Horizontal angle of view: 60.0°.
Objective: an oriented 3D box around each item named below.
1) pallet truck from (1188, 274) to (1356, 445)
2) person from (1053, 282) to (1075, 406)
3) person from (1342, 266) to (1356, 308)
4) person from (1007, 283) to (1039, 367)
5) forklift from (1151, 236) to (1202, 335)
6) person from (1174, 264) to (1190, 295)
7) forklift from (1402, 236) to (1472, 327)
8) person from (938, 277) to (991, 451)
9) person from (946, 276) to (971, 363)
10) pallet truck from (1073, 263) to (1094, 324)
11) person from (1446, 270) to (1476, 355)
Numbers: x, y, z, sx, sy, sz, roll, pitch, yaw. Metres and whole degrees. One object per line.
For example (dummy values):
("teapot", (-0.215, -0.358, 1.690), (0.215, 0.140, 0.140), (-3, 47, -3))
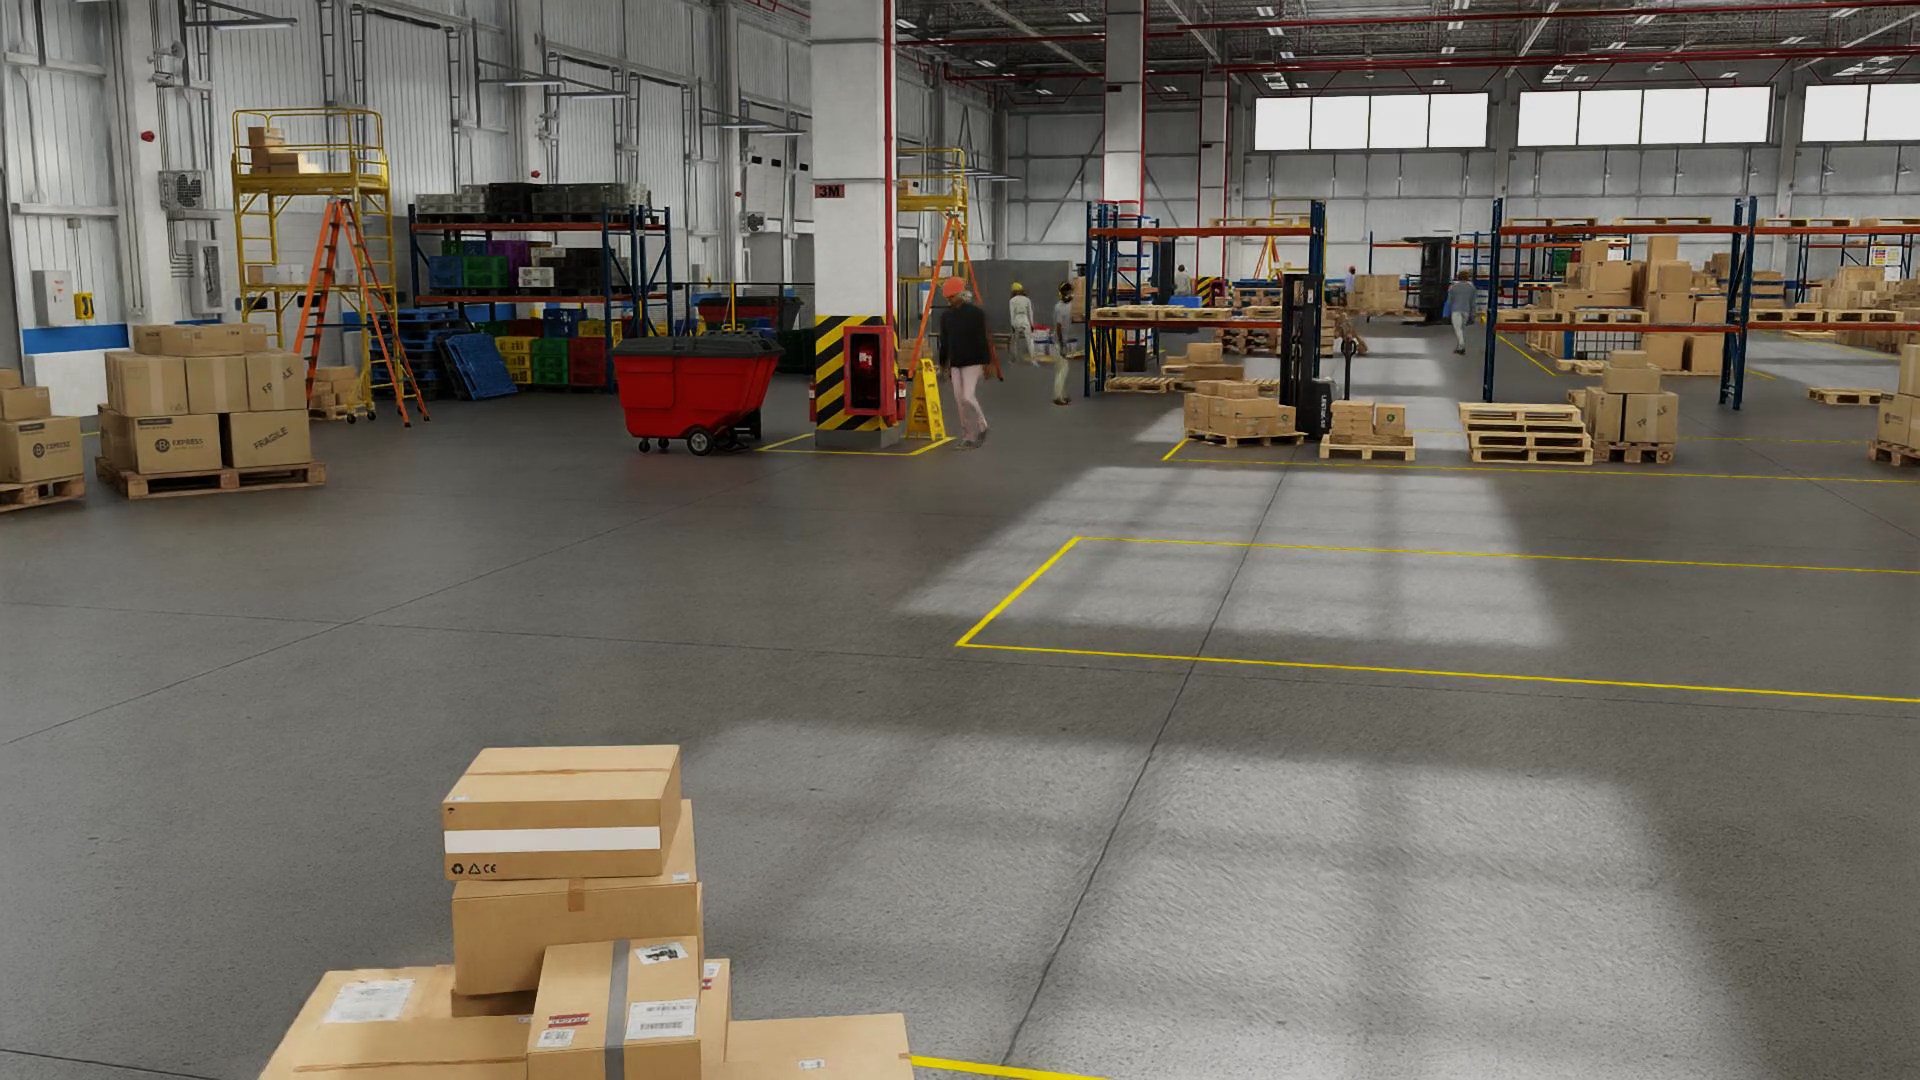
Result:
("pallet truck", (3.653, -2.138, 19.590), (1.885, 1.965, 0.823), (-4, 10, -20))
("person", (1.559, -2.895, 24.566), (0.361, 1.824, 0.742), (3, 10, 15))
("person", (14.441, -9.179, 61.447), (1.029, 1.869, 0.581), (-2, 10, -10))
("person", (1.264, -4.313, 33.345), (0.522, 1.679, 0.958), (-3, 10, -20))
("forklift", (5.866, -7.214, 46.878), (1.873, 2.768, 1.129), (2, 10, 14))
("person", (7.793, -8.736, 58.612), (0.632, 1.940, 0.372), (2, 10, 14))
("forklift", (15.067, -8.117, 52.198), (1.873, 2.768, 1.129), (-2, 10, -12))
("person", (0.029, -1.976, 18.715), (0.665, 1.964, 0.474), (8, 13, 40))
("person", (-0.038, -4.470, 33.909), (0.503, 1.789, 0.987), (-3, 10, -17))
("pallet truck", (4.325, -8.180, 55.162), (0.823, 1.965, 1.885), (6, 11, 31))
("person", (11.297, -5.115, 37.404), (0.630, 1.910, 0.887), (-1, 10, -5))
